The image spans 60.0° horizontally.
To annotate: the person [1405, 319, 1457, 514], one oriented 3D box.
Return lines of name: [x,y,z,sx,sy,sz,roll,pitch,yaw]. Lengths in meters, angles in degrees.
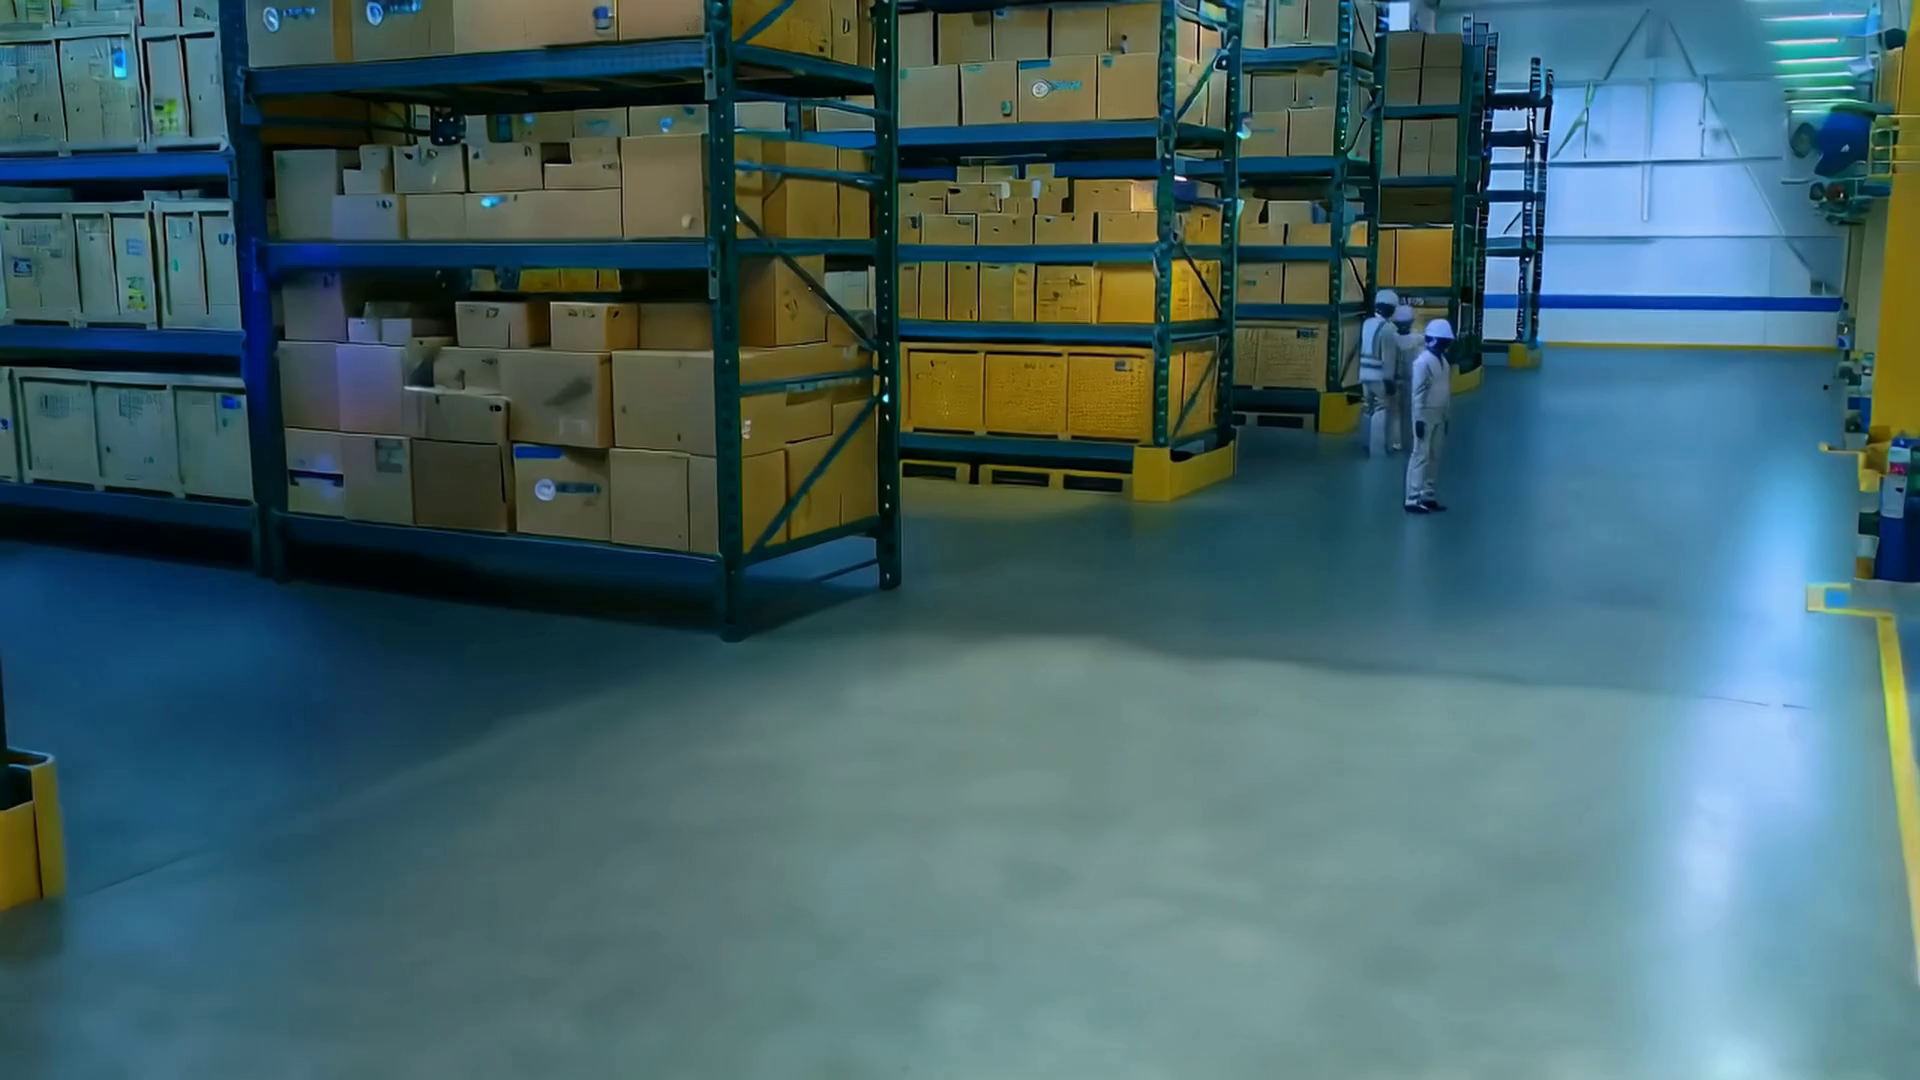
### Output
person: [4.249,-1.105,14.937,0.349,1.743,0.570,9,13,41]

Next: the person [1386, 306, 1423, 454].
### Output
person: [5.166,-1.894,19.552,0.529,1.721,0.896,2,10,11]

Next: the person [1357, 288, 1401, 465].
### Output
person: [4.629,-1.805,18.405,0.403,1.944,0.605,-2,10,-14]
